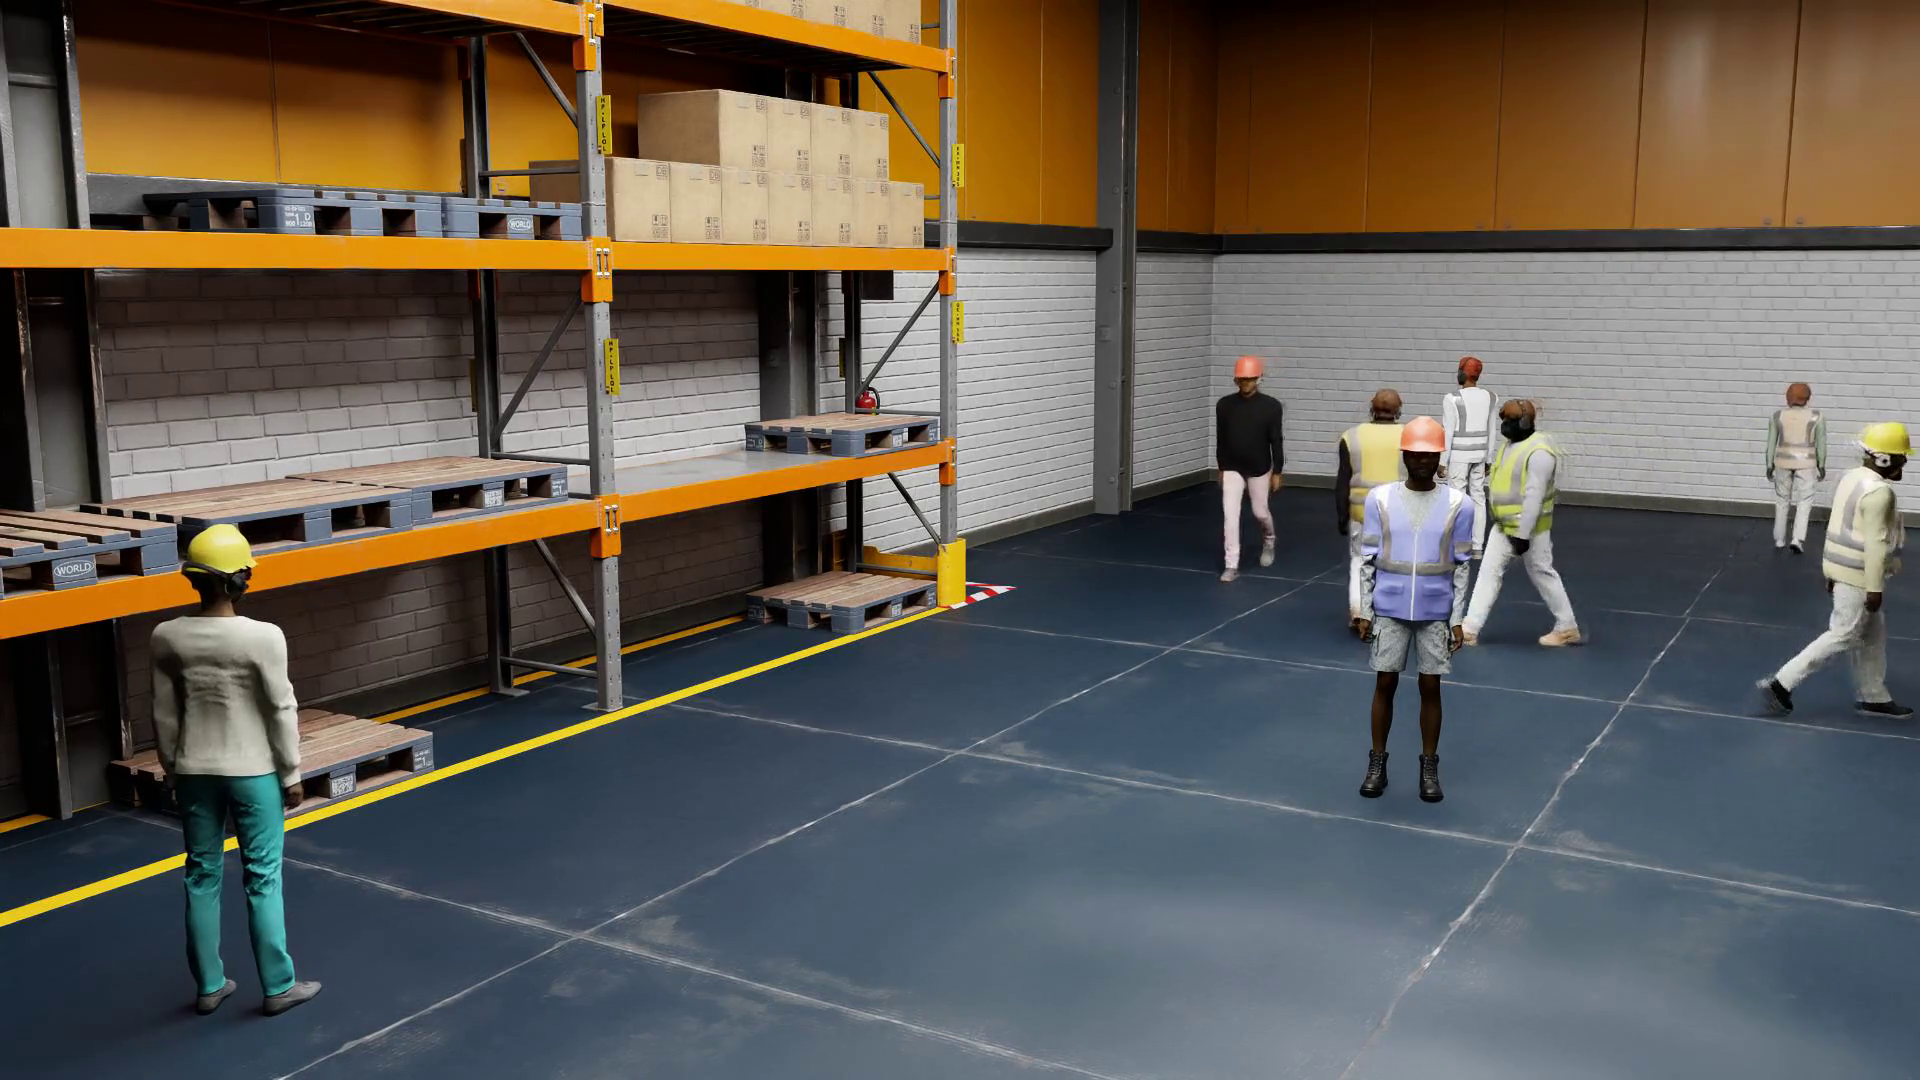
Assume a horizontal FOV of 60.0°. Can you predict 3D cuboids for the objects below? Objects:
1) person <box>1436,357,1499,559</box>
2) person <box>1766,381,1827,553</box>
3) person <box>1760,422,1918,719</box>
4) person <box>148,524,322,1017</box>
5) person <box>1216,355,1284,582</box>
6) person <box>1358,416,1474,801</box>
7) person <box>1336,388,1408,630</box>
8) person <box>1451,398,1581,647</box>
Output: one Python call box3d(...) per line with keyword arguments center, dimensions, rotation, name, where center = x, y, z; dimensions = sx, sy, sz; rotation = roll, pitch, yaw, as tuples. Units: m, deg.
box3d(center=(4.672, -0.744, 15.352), dimensions=(0.580, 1.884, 0.352), rotation=(-3, 10, -19), name="person")
box3d(center=(7.963, -0.686, 15.866), dimensions=(0.522, 1.654, 0.480), rotation=(7, 12, 39), name="person")
box3d(center=(5.238, 0.185, 9.849), dimensions=(0.834, 1.799, 0.616), rotation=(3, 9, 15), name="person")
box3d(center=(-2.597, 0.824, 5.932), dimensions=(0.524, 1.769, 0.326), rotation=(1, 9, 8), name="person")
box3d(center=(2.551, -0.651, 14.569), dimensions=(0.621, 1.961, 0.917), rotation=(4, 10, 24), name="person")
box3d(center=(2.280, 0.346, 8.368), dimensions=(0.544, 1.943, 0.347), rotation=(3, 9, 16), name="person")
box3d(center=(3.057, -0.188, 12.061), dimensions=(0.638, 1.824, 0.449), rotation=(3, 10, 19), name="person")
box3d(center=(3.960, -0.107, 11.710), dimensions=(0.997, 1.786, 0.632), rotation=(-1, 9, -8), name="person")
